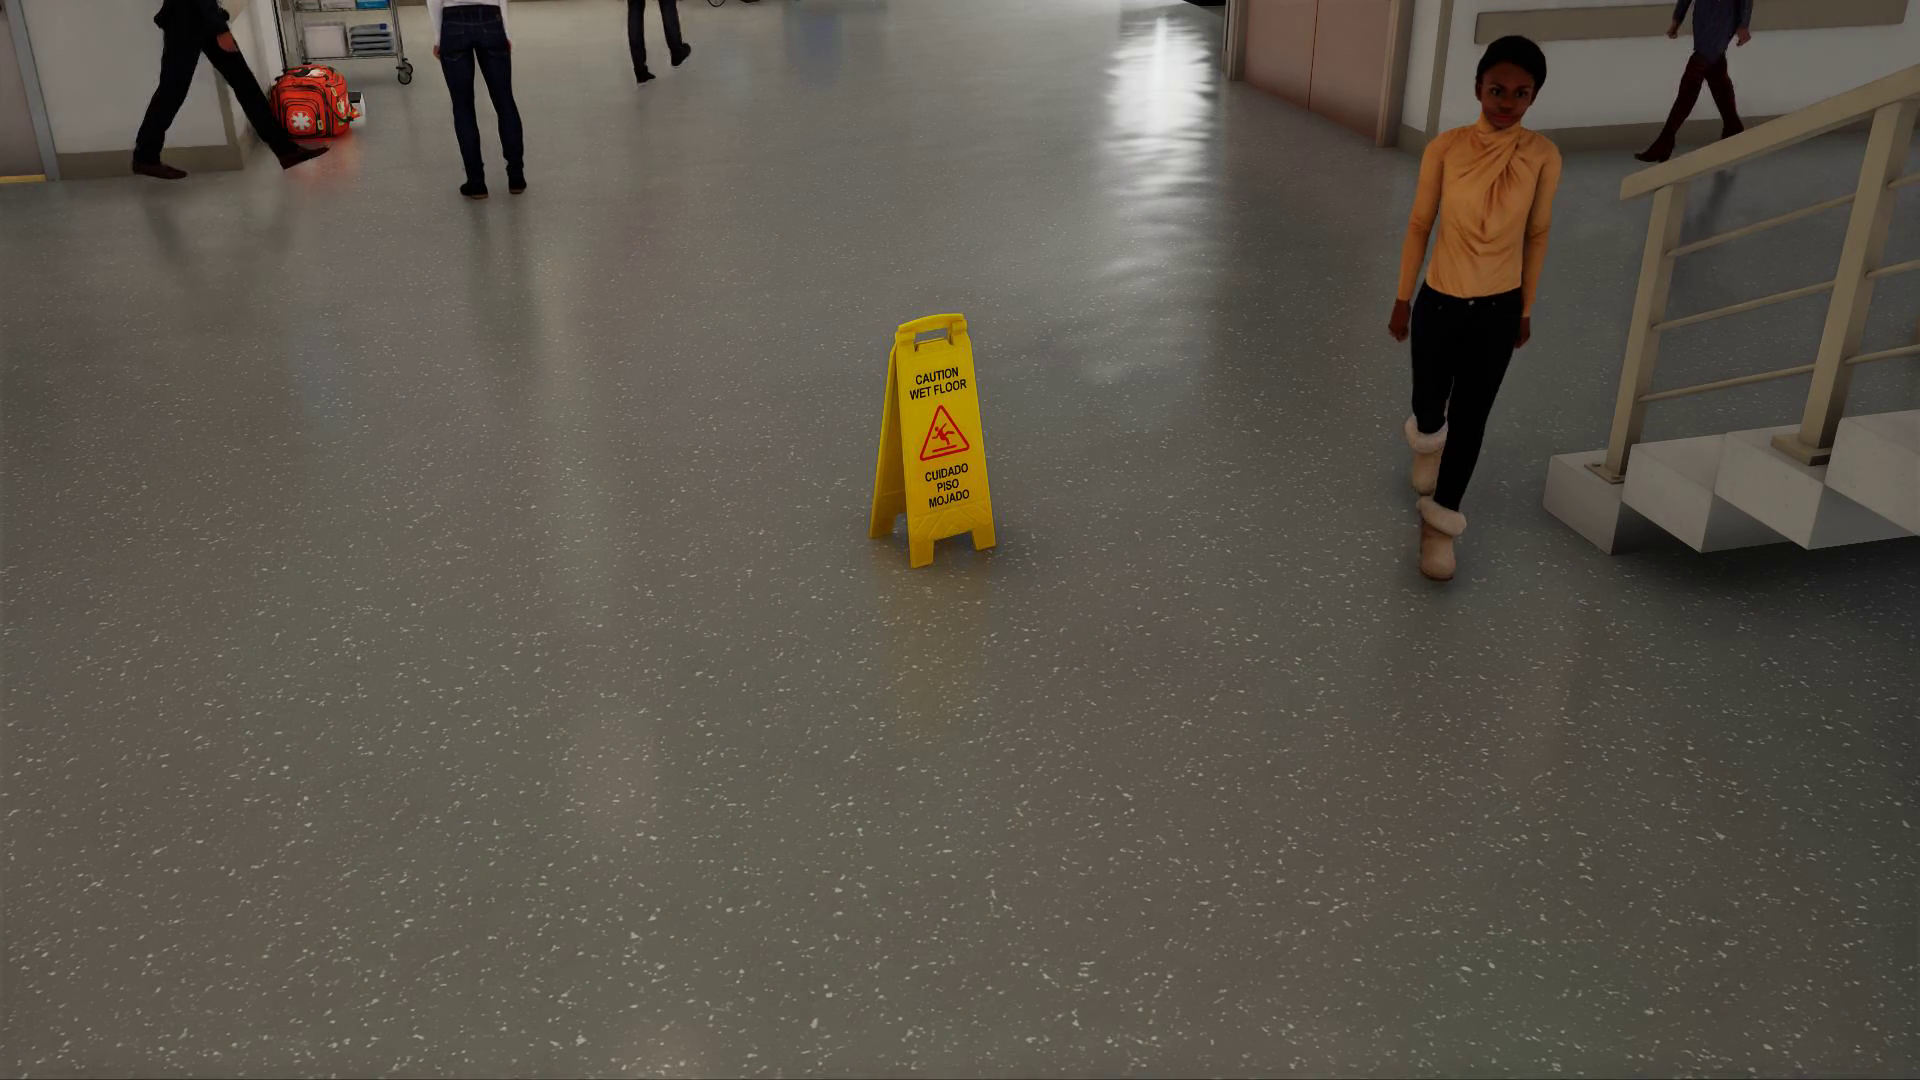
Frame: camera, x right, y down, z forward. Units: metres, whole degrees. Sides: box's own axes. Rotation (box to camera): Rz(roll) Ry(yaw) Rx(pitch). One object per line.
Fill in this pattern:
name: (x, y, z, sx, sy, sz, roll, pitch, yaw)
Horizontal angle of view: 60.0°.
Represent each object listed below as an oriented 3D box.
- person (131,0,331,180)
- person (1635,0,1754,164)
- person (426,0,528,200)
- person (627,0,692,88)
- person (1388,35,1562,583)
person: (-4.512, -2.942, 9.616, 0.767, 1.800, 1.283, -9, 27, -18)
person: (4.670, -3.124, 10.148, 0.682, 1.666, 1.024, -7, 27, -15)
person: (-2.770, -2.892, 9.436, 0.654, 1.867, 0.635, -11, 28, -22)
person: (-2.395, -4.364, 12.434, 0.965, 1.915, 1.257, 4, 26, 8)
person: (1.607, -0.755, 5.283, 0.967, 1.626, 1.171, 8, 27, 16)
